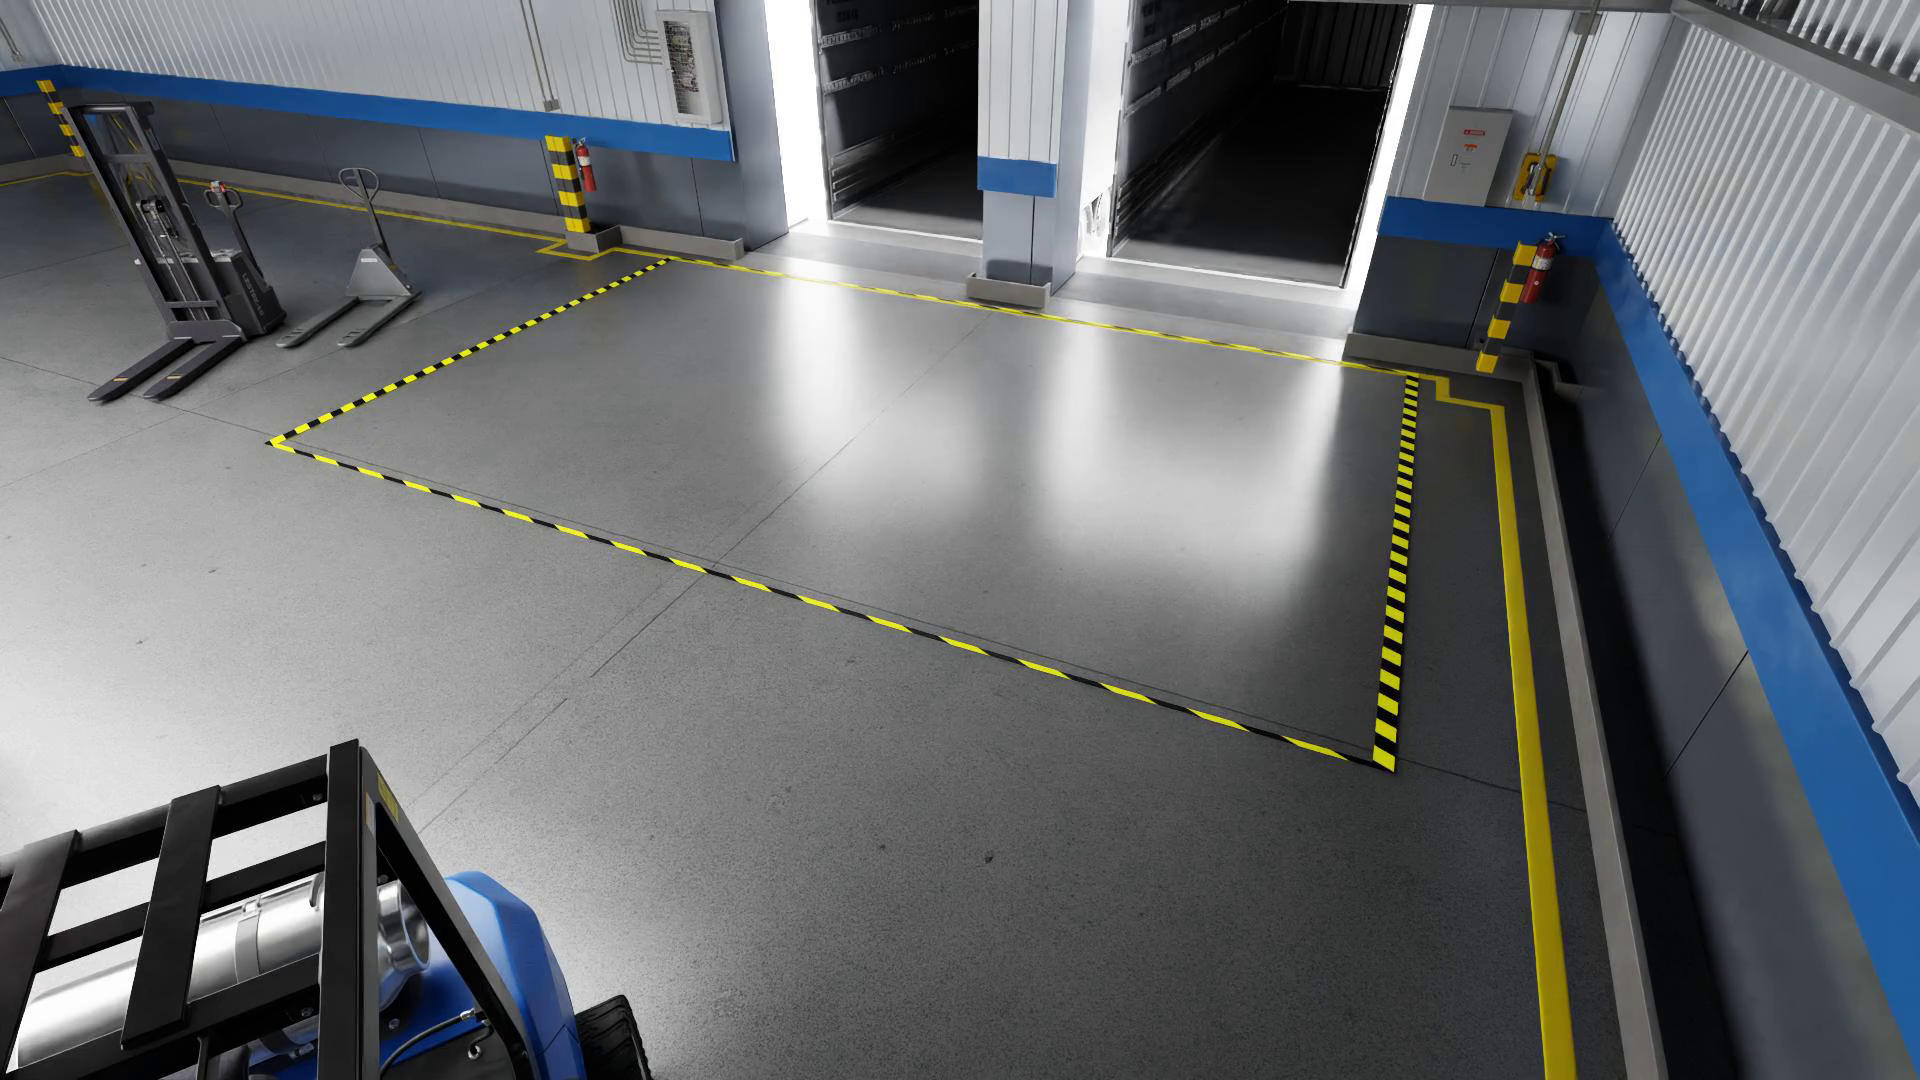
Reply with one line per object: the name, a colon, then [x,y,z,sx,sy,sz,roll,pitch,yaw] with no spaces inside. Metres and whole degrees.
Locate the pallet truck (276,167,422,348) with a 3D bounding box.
pallet truck: [-5.732,-2.611,8.414,0.680,1.201,1.601,-1,35,-1]

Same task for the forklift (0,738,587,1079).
forklift: [-1.175,1.560,1.478,1.157,2.036,2.680,-17,38,-23]

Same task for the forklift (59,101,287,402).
forklift: [-6.686,-2.387,7.434,0.823,1.965,1.885,-3,35,-5]
